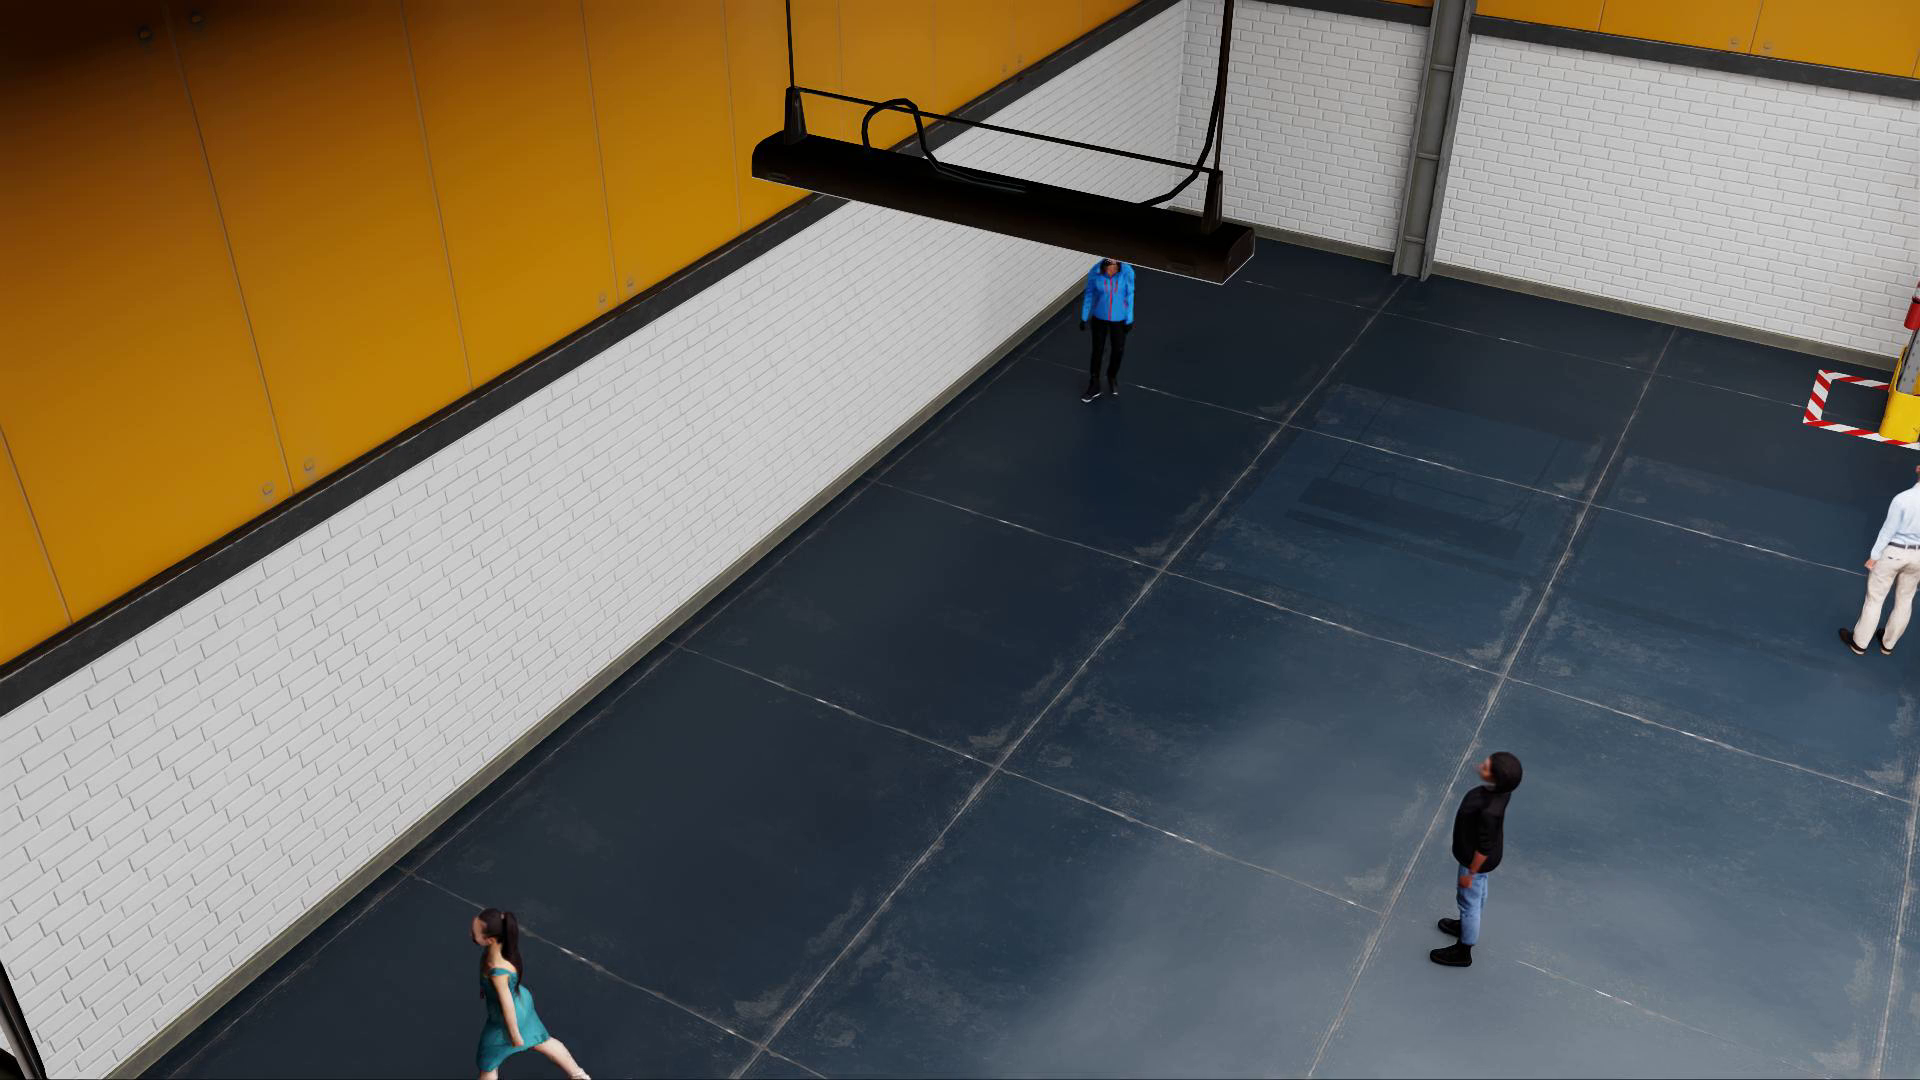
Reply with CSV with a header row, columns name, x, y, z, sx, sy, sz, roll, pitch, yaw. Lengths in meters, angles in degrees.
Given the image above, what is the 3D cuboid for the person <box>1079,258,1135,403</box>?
name,x,y,z,sx,sy,sz,roll,pitch,yaw
person,1.518,-2.239,16.767,0.762,1.794,0.846,14,36,20

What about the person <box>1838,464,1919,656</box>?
name,x,y,z,sx,sy,sz,roll,pitch,yaw
person,7.459,0.120,13.171,0.693,1.845,0.801,2,34,3

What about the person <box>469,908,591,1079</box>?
name,x,y,z,sx,sy,sz,roll,pitch,yaw
person,-2.492,2.692,9.479,1.063,1.648,0.907,-3,34,-5

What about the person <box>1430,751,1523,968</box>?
name,x,y,z,sx,sy,sz,roll,pitch,yaw
person,3.274,1.993,10.483,0.545,1.702,0.572,15,37,22
